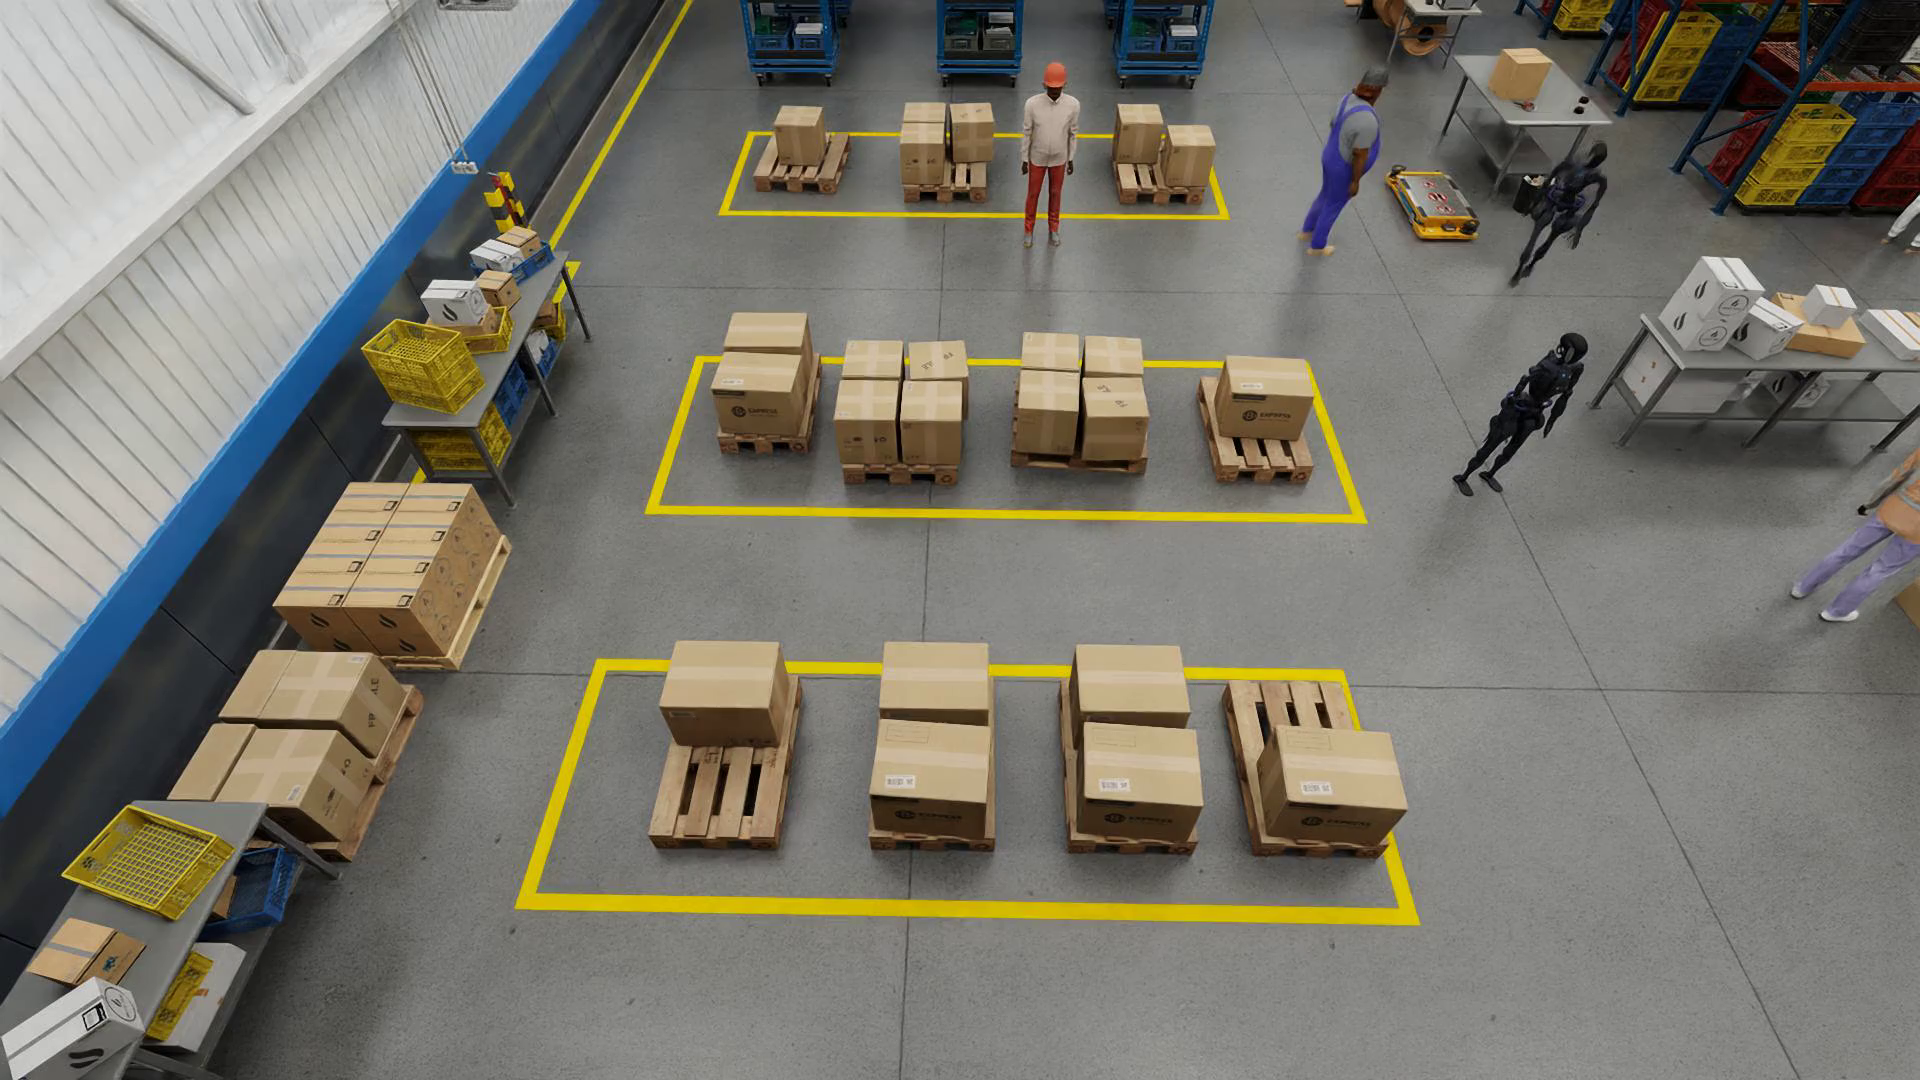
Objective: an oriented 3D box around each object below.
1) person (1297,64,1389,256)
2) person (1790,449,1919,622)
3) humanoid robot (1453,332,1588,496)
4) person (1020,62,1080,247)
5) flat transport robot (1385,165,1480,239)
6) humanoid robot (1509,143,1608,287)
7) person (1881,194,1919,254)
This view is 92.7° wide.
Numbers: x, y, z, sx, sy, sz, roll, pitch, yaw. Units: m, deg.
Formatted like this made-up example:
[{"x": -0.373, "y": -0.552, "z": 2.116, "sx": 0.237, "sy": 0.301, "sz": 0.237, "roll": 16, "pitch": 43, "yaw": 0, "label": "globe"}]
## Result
[{"x": 4.179, "y": -4.058, "z": 9.875, "sx": 0.541, "sy": 2.000, "sz": 0.738, "roll": -3, "pitch": 49, "yaw": -3, "label": "person"}, {"x": 6.810, "y": -0.132, "z": 6.552, "sx": 0.383, "sy": 1.922, "sz": 0.592, "roll": -16, "pitch": 51, "yaw": -14, "label": "person"}, {"x": 4.586, "y": -0.996, "z": 7.462, "sx": 0.572, "sy": 1.652, "sz": 0.339, "roll": -8, "pitch": 50, "yaw": -7, "label": "humanoid robot"}, {"x": 0.962, "y": -4.172, "z": 10.004, "sx": 0.610, "sy": 1.995, "sz": 0.377, "roll": -4, "pitch": 49, "yaw": -3, "label": "person"}, {"x": 5.692, "y": -4.094, "z": 11.059, "sx": 0.652, "sy": 0.197, "sz": 1.431, "roll": 1, "pitch": 49, "yaw": 1, "label": "flat transport robot"}, {"x": 6.262, "y": -3.409, "z": 9.580, "sx": 0.588, "sy": 1.612, "sz": 0.680, "roll": 28, "pitch": 55, "yaw": 22, "label": "humanoid robot"}, {"x": 10.939, "y": -4.039, "z": 9.960, "sx": 0.348, "sy": 1.883, "sz": 0.582, "roll": -23, "pitch": 53, "yaw": -19, "label": "person"}]
